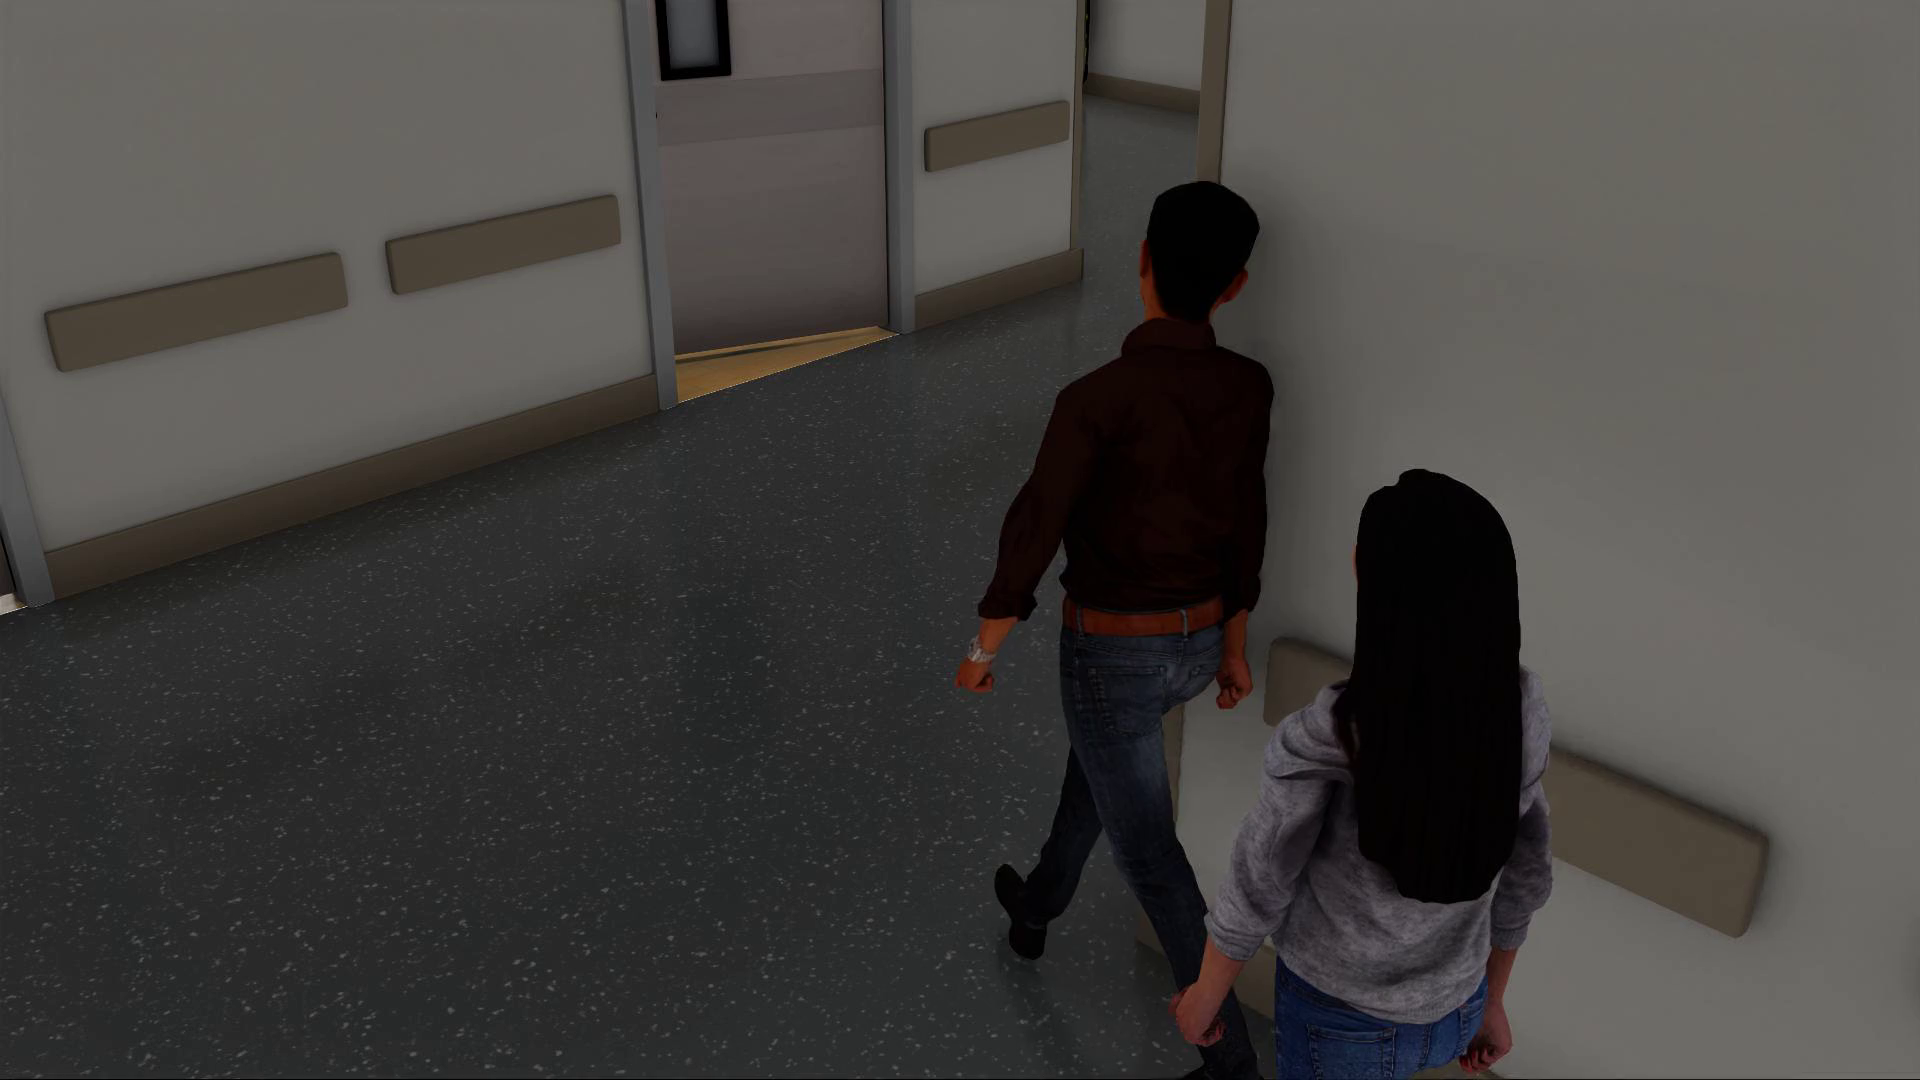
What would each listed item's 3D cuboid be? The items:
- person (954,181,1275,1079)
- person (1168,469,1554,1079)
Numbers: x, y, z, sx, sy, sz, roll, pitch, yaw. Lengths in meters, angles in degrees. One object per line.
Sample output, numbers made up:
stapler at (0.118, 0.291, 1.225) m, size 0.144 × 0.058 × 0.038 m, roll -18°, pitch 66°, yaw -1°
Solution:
person at (0.383, 0.283, 3.061) m, size 1.114 × 1.716 × 0.833 m, roll -22°, pitch 33°, yaw -38°
person at (0.626, 0.704, 2.302) m, size 0.748 × 1.618 × 0.778 m, roll -14°, pitch 29°, yaw -26°
